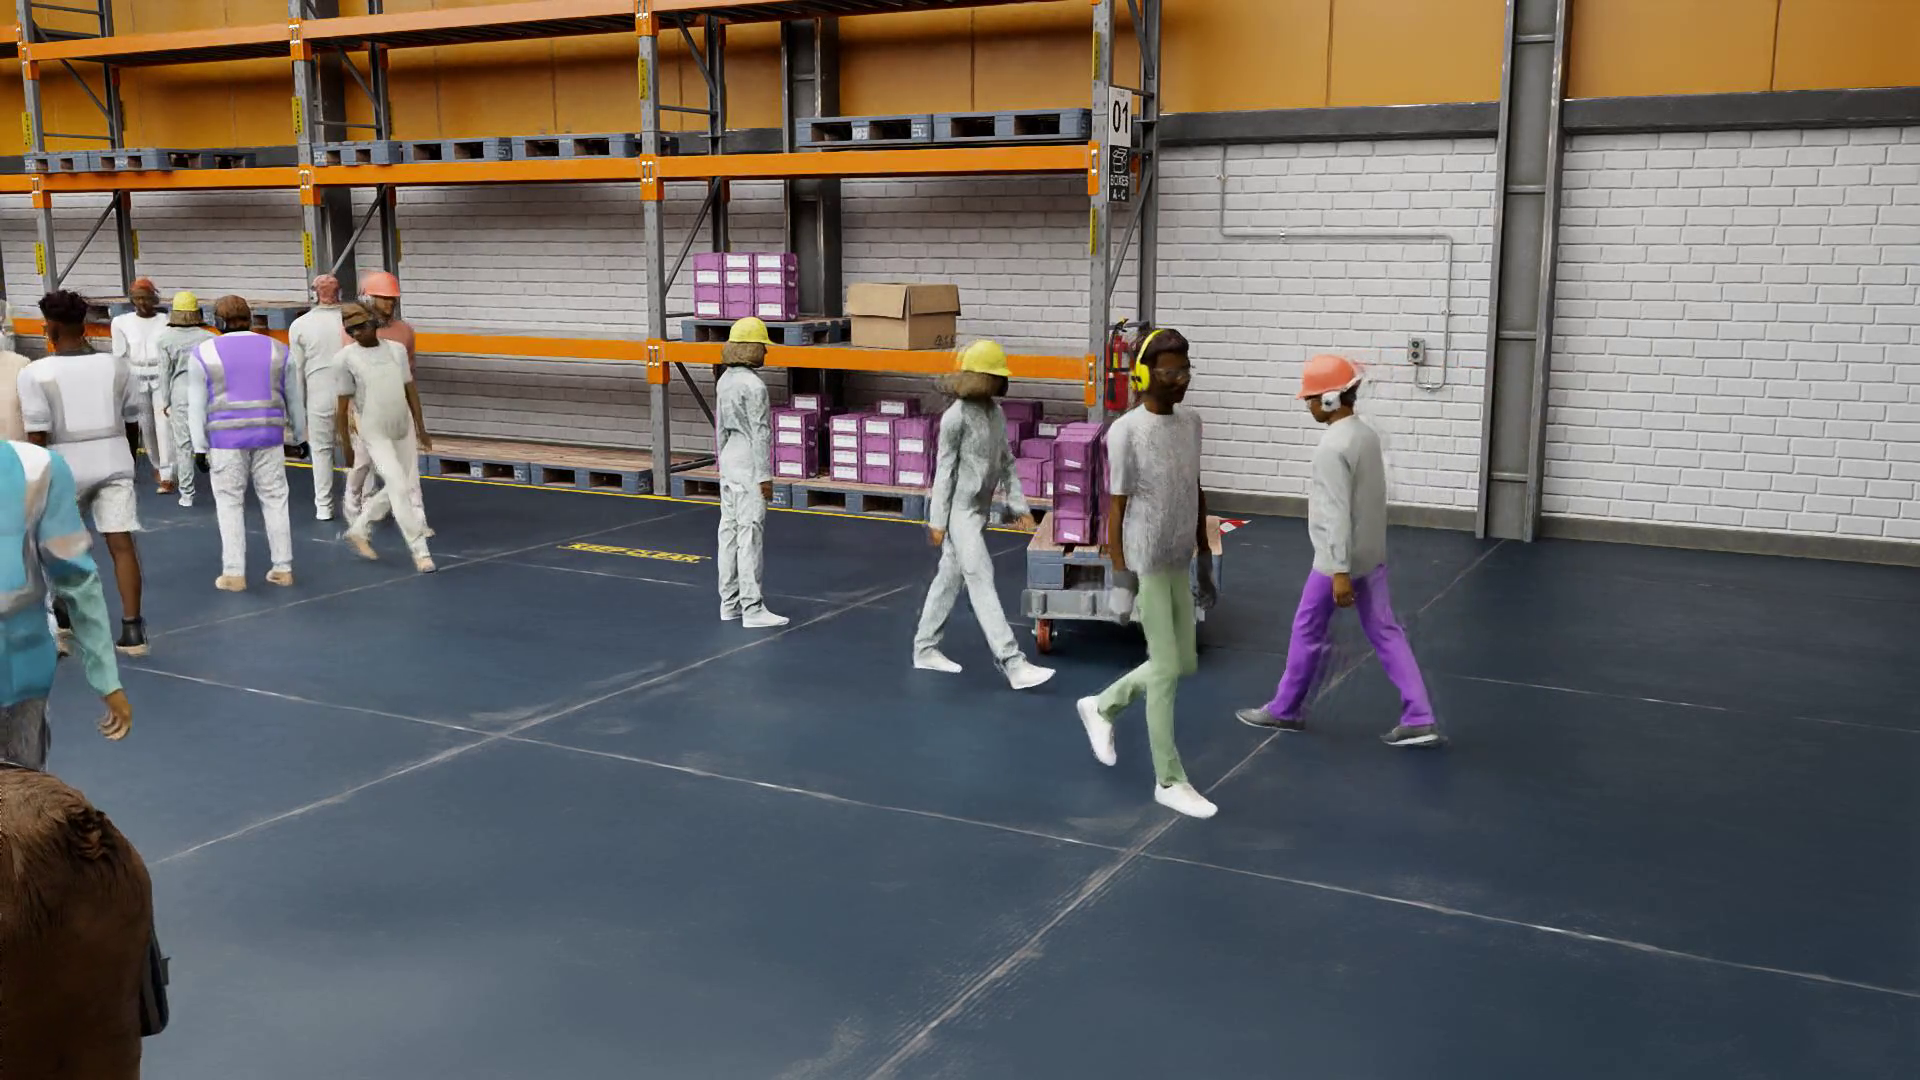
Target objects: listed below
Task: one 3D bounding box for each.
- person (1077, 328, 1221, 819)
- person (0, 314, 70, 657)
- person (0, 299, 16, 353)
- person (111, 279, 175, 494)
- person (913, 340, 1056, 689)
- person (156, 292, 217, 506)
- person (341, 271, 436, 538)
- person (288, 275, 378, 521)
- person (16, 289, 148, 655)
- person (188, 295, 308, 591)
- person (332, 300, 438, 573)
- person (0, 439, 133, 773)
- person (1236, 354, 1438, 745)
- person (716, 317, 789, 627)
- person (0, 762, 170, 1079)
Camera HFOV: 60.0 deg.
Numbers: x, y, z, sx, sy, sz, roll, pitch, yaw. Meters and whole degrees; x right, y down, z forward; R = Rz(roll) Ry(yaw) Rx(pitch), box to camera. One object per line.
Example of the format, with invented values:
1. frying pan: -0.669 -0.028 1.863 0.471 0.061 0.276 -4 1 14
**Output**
1. person: 0.742 0.105 6.426 0.710 1.846 0.528 10 14 44
2. person: -5.104 -0.352 8.697 1.044 1.941 0.651 9 13 39
3. person: -9.604 -1.749 16.375 0.593 1.924 0.381 -9 14 -41
4. person: -7.007 -1.344 14.443 0.575 1.843 0.963 -3 11 -16
5. person: 0.115 -0.124 8.127 0.919 1.684 0.500 6 12 29
6. person: -6.258 -1.147 13.574 0.484 1.744 0.296 -5 11 -25
7. person: -4.302 -1.003 12.271 1.017 1.956 0.638 9 14 41
8. person: -4.829 -1.090 12.860 0.654 1.895 0.398 -5 12 -26
9. person: -4.653 -0.365 8.831 0.615 1.905 1.053 -10 14 -43
10. person: -4.421 -0.605 10.366 0.704 1.834 0.430 -8 13 -36
11. person: -3.817 -0.680 10.916 0.829 1.782 0.528 6 12 31
12. person: -2.660 0.383 4.523 1.048 1.990 0.635 9 14 41
13. person: 1.672 0.050 7.167 0.916 1.693 0.592 7 13 35
14. person: -1.193 -0.382 9.398 0.313 1.739 0.484 -7 12 -34
15. person: -0.617 1.054 1.247 0.346 1.840 0.505 4 11 22
